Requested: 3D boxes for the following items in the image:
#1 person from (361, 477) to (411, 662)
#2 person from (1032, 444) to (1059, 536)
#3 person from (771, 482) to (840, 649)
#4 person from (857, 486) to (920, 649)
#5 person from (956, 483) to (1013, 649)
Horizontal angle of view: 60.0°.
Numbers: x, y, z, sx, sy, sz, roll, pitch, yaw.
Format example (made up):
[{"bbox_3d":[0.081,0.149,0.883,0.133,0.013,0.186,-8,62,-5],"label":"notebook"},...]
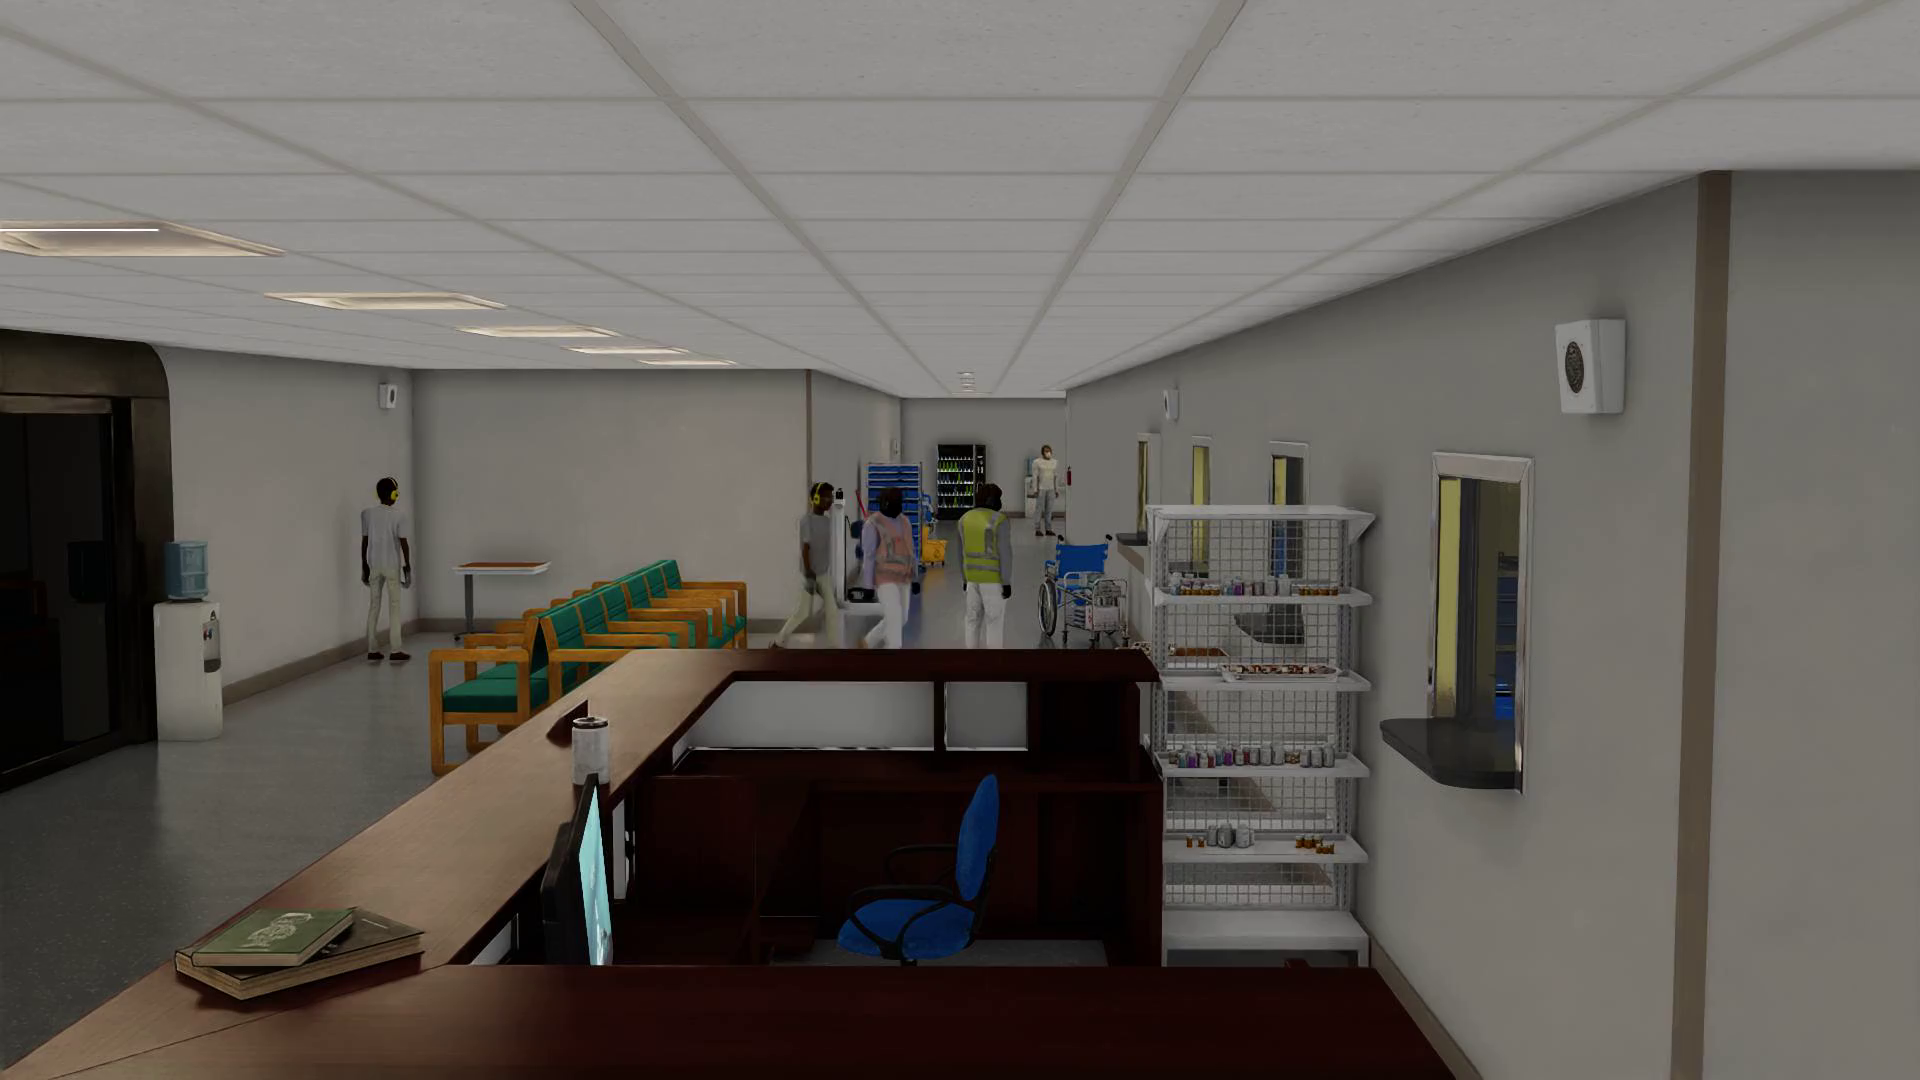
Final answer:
[{"bbox_3d":[-5.786,0.300,16.760,0.523,1.862,0.328,0,4,7],"label":"person"},{"bbox_3d":[1.807,-1.045,35.046,0.627,1.940,0.377,-2,5,-28],"label":"person"},{"bbox_3d":[-1.481,0.339,16.485,0.925,1.832,0.533,3,5,32],"label":"person"},{"bbox_3d":[-0.701,0.381,15.889,0.760,1.818,0.632,3,5,35],"label":"person"},{"bbox_3d":[0.258,0.383,15.711,0.623,1.841,0.430,4,6,43],"label":"person"}]
